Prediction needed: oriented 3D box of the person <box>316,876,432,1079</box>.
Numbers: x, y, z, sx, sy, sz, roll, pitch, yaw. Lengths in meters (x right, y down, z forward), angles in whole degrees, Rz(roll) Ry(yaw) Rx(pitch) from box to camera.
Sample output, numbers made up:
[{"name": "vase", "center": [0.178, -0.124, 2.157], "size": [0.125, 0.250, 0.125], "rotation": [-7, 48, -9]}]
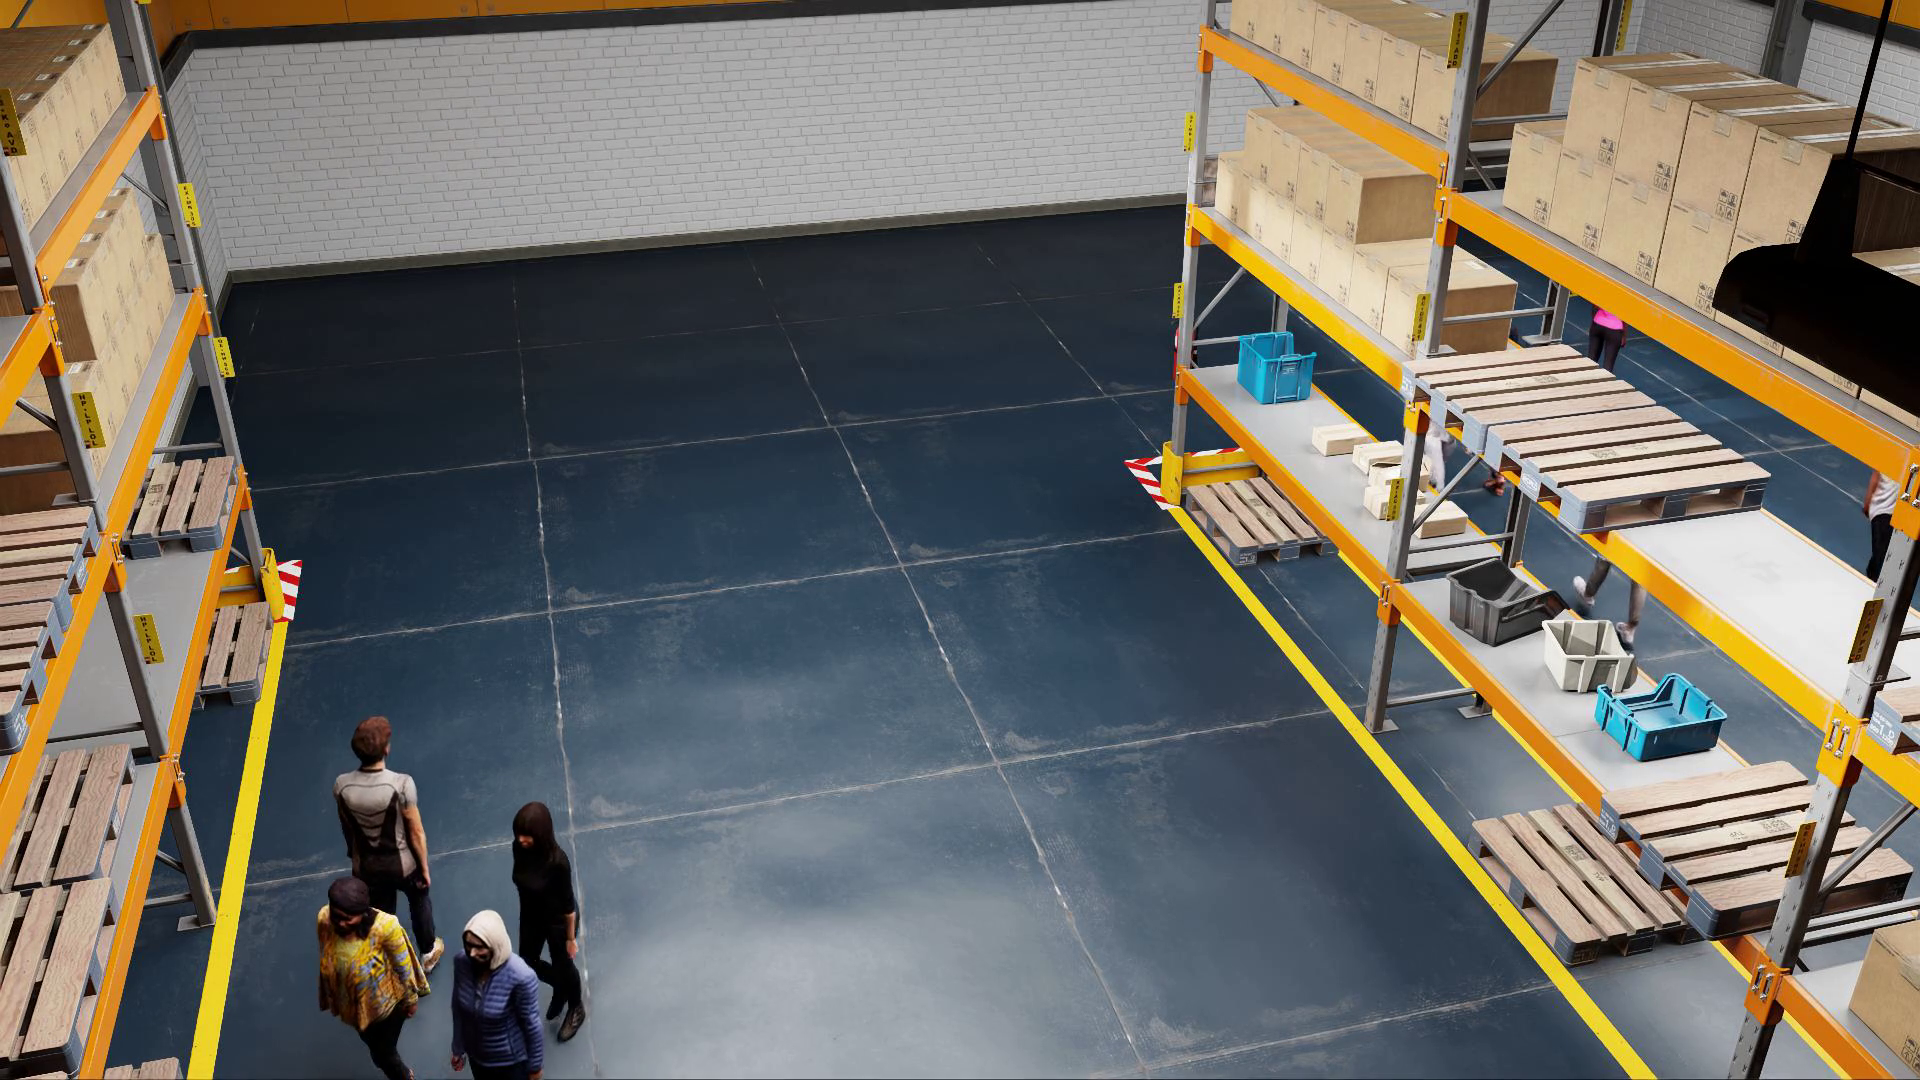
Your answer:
[{"name": "person", "center": [-3.069, 2.383, 8.832], "size": [0.878, 1.636, 0.925], "rotation": [12, 31, 20]}]

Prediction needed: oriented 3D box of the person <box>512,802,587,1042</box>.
[{"name": "person", "center": [-2.264, 2.087, 9.380], "size": [0.715, 1.631, 0.771], "rotation": [14, 32, 24]}]

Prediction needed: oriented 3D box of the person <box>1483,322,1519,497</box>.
[{"name": "person", "center": [4.977, -1.170, 15.271], "size": [0.778, 1.707, 0.755], "rotation": [-13, 31, -22]}]

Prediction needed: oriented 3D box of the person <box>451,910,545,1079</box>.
[{"name": "person", "center": [-2.330, 2.536, 8.445], "size": [0.767, 1.737, 0.806], "rotation": [11, 31, 20]}]

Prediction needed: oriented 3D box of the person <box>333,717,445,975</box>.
[{"name": "person", "center": [-3.267, 1.907, 9.465], "size": [0.710, 1.865, 0.800], "rotation": [-5, 29, -9]}]
